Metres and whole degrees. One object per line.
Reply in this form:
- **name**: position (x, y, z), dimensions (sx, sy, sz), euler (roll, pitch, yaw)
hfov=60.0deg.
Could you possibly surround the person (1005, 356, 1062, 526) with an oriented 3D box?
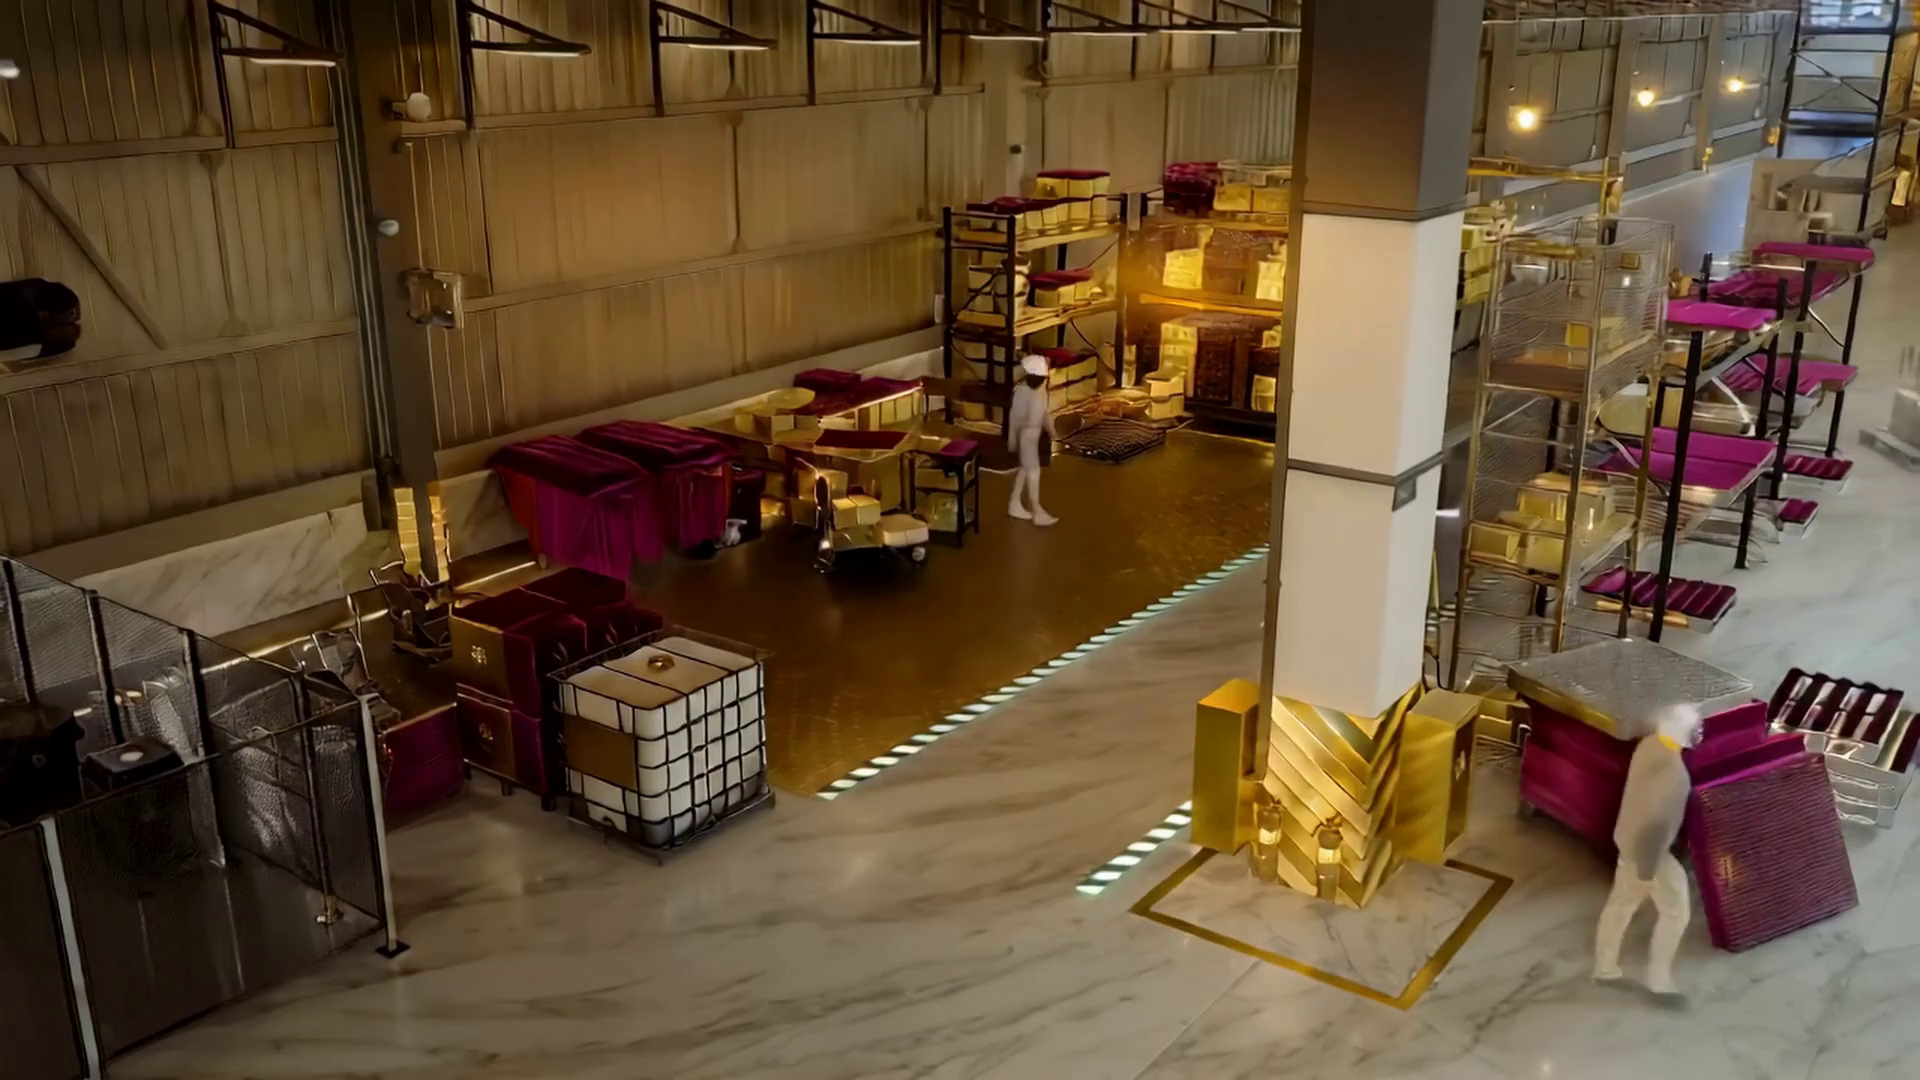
- **person**: position (0.854, -1.115, 18.584), dimensions (0.831, 1.902, 0.568), euler (10, 21, 28)

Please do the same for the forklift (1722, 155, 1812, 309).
- **forklift**: position (15.436, -5.880, 31.615), dimensions (1.129, 2.768, 1.873), euler (13, 22, 34)

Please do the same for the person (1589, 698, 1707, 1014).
- **person**: position (4.075, 1.806, 9.614), dimensions (0.691, 1.912, 0.627), euler (3, 18, 8)
